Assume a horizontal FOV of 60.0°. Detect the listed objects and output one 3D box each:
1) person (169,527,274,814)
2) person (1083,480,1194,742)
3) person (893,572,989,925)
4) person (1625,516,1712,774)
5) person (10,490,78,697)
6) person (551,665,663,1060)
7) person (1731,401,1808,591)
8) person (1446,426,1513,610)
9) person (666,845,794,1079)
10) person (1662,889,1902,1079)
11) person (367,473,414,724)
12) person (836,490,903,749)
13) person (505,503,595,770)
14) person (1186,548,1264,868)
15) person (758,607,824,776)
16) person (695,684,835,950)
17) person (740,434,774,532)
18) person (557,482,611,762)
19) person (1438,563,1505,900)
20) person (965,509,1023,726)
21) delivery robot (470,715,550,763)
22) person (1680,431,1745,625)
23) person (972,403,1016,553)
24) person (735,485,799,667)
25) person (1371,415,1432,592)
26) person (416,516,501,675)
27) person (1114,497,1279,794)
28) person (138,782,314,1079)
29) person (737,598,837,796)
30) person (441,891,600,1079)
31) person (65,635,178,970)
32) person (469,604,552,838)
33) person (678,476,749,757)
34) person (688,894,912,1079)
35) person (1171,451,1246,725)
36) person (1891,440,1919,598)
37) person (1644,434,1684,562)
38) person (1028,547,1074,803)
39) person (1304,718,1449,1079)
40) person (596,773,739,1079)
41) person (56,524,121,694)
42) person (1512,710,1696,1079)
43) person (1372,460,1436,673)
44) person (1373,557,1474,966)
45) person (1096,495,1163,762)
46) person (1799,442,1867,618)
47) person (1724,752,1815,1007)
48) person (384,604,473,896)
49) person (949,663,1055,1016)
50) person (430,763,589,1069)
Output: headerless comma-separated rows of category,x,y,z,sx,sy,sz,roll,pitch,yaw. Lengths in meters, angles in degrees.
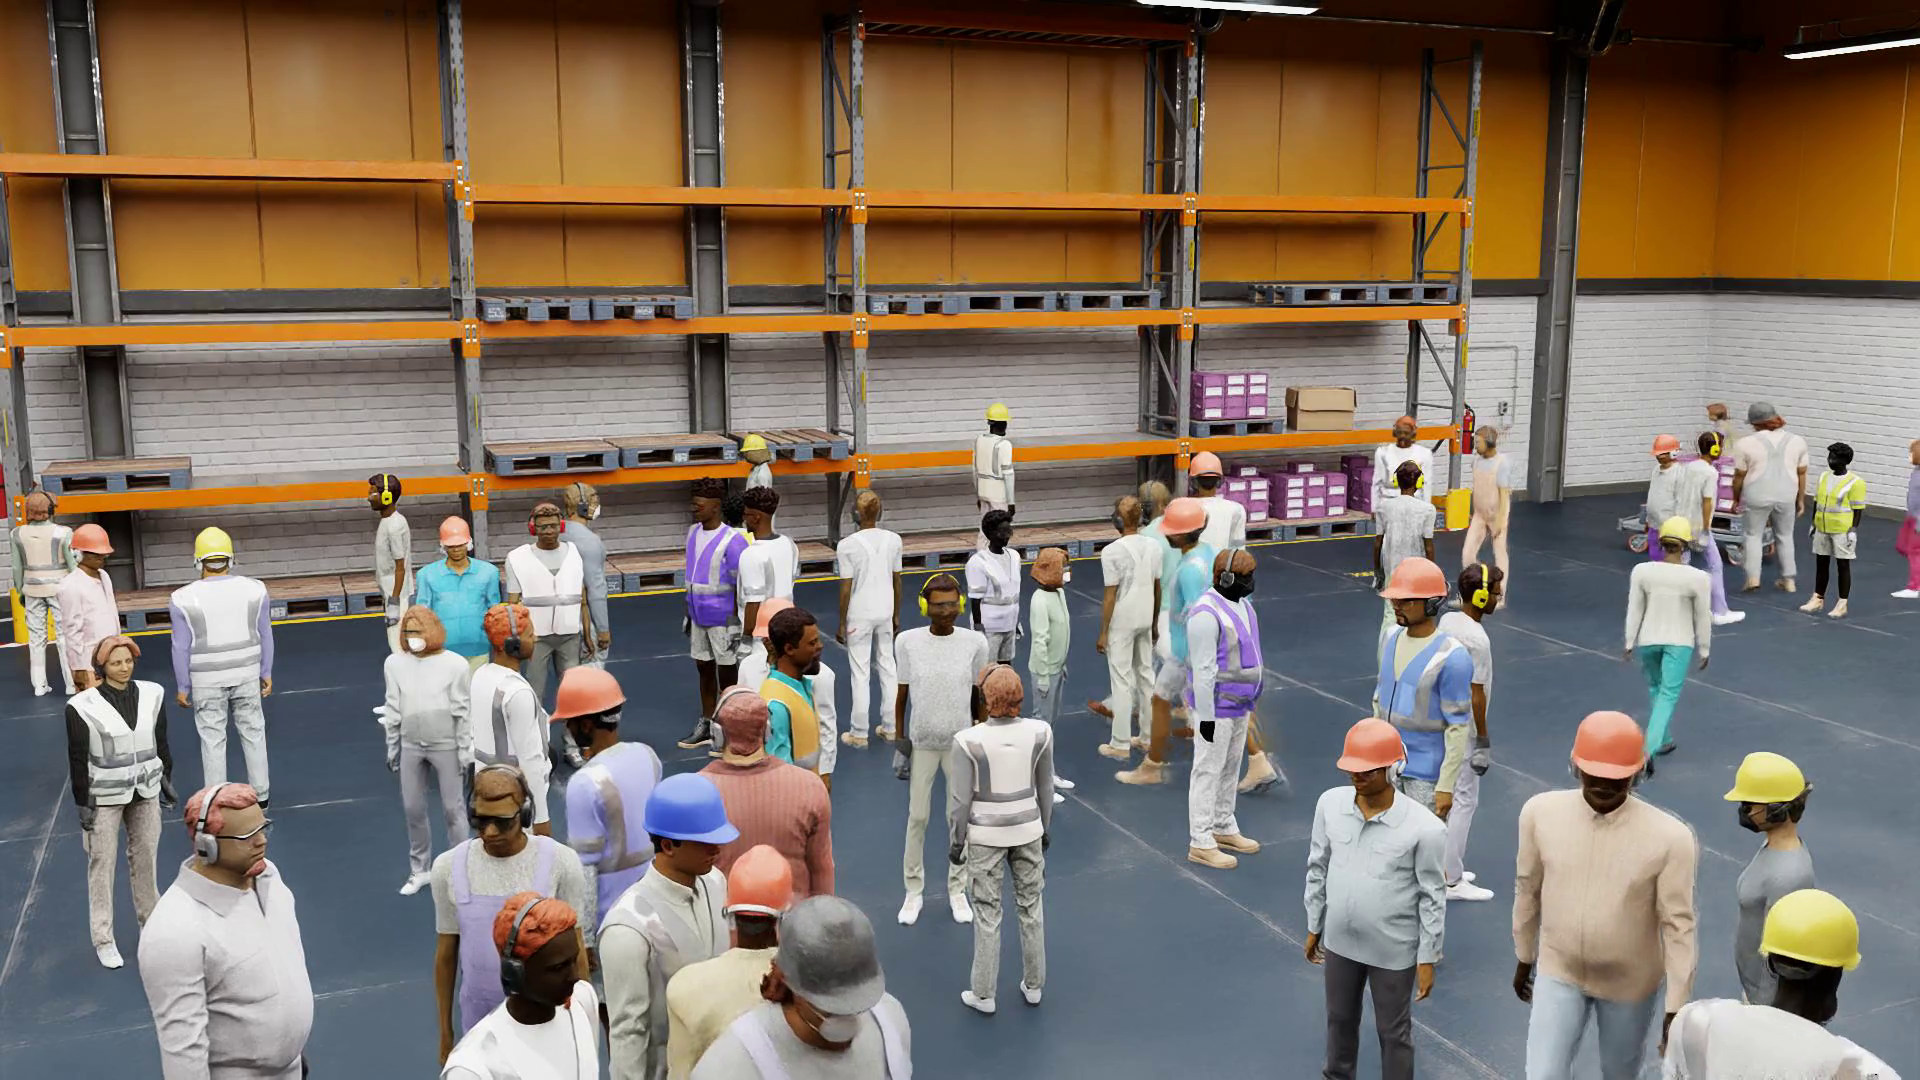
person,-4.532,0.828,10.242,0.590,1.833,0.404,-8,13,-39
person,1.388,0.501,11.999,1.074,1.874,0.647,6,11,29
person,-0.093,1.083,8.676,0.517,1.868,0.334,0,10,0
person,4.792,0.694,11.298,0.530,1.725,0.892,9,13,42
person,-7.165,0.430,13.090,0.522,1.640,0.306,0,10,-3
person,-1.376,1.431,6.523,0.414,1.921,0.549,4,10,20
person,8.314,-0.465,17.090,0.721,2.000,0.668,2,10,9
person,5.077,-0.191,16.152,0.814,1.811,0.546,-7,12,-33
person,-0.594,1.774,5.020,0.563,1.751,0.342,-1,10,-5
person,2.086,1.849,4.326,0.840,1.865,0.607,-7,12,-37
person,-4.253,0.430,12.429,0.328,1.872,0.513,-4,11,-23
person,-0.647,0.558,11.762,0.508,1.846,0.345,-6,12,-31
person,-2.754,0.656,11.192,0.573,1.843,0.374,-6,11,-30
person,1.524,0.949,9.553,0.429,1.837,0.624,6,12,32
person,-0.794,1.245,7.585,0.383,1.920,0.591,0,10,0
person,-0.793,1.481,6.275,0.643,1.907,0.410,-2,10,-14
person,-1.979,-0.170,16.276,0.325,1.736,0.485,-3,10,-14
person,-2.601,0.558,11.491,0.372,1.940,0.631,-8,13,-39
person,2.742,1.034,9.007,0.344,1.857,0.525,-1,10,-8
person,0.256,0.617,11.850,0.318,1.698,0.535,8,13,39
delivery robot,-3.110,1.280,11.047,0.707,0.478,0.477,-6,11,-30
person,7.027,-0.108,15.638,0.875,1.836,0.532,-2,10,-11
person,0.376,-0.468,17.438,0.366,1.926,0.594,-8,13,-39
person,-1.306,0.608,11.122,0.368,1.966,0.603,4,11,21
person,4.433,-0.322,16.755,0.589,1.871,0.492,3,10,17
person,-3.352,0.705,11.179,0.564,1.751,0.330,-4,11,-23
person,1.557,0.688,10.678,1.058,1.980,0.623,4,11,24
person,-2.211,1.672,5.165,0.409,1.907,0.651,1,10,4
person,-0.918,1.154,8.592,0.575,1.749,0.335,4,11,21
person,-1.089,1.825,4.349,0.342,1.883,0.586,3,10,19
person,-4.142,1.271,8.241,0.312,1.642,0.512,6,12,33
person,-2.083,1.225,7.811,0.355,1.883,0.574,-8,13,-39
person,-1.724,0.525,11.602,0.601,1.967,0.367,9,13,42
person,-0.397,1.776,4.178,0.653,2.000,0.704,7,12,35
person,1.804,0.359,12.338,0.615,2.041,0.374,-3,10,-18
person,9.696,-0.208,16.808,0.393,1.615,0.514,2,10,14
person,6.857,-0.170,16.241,0.337,1.743,0.563,-2,10,-10
person,0.584,0.851,10.685,0.279,1.633,0.505,3,10,17
person,1.568,1.533,6.405,0.574,1.749,0.337,9,13,42
person,-0.866,1.659,5.164,0.408,1.940,0.606,4,11,22
person,-5.641,0.758,10.879,0.336,1.747,0.573,-1,10,-5
person,2.213,1.544,5.802,0.636,1.934,1.032,6,11,30
person,3.549,0.291,13.267,0.511,1.860,0.332,7,12,34
person,2.200,1.090,8.124,0.376,2.045,0.605,-5,11,-25
person,1.169,0.607,11.485,0.517,1.842,0.326,-6,12,-32
person,8.406,-0.101,15.988,0.321,1.694,0.529,-4,11,-23
person,2.858,1.616,5.933,0.342,1.756,0.532,4,11,22
person,-2.872,1.141,9.040,0.495,1.623,0.277,2,10,9
person,0.196,1.373,7.652,0.513,1.642,0.311,-4,10,-20
person,-1.512,1.630,5.625,0.511,1.836,0.357,-1,10,-4
